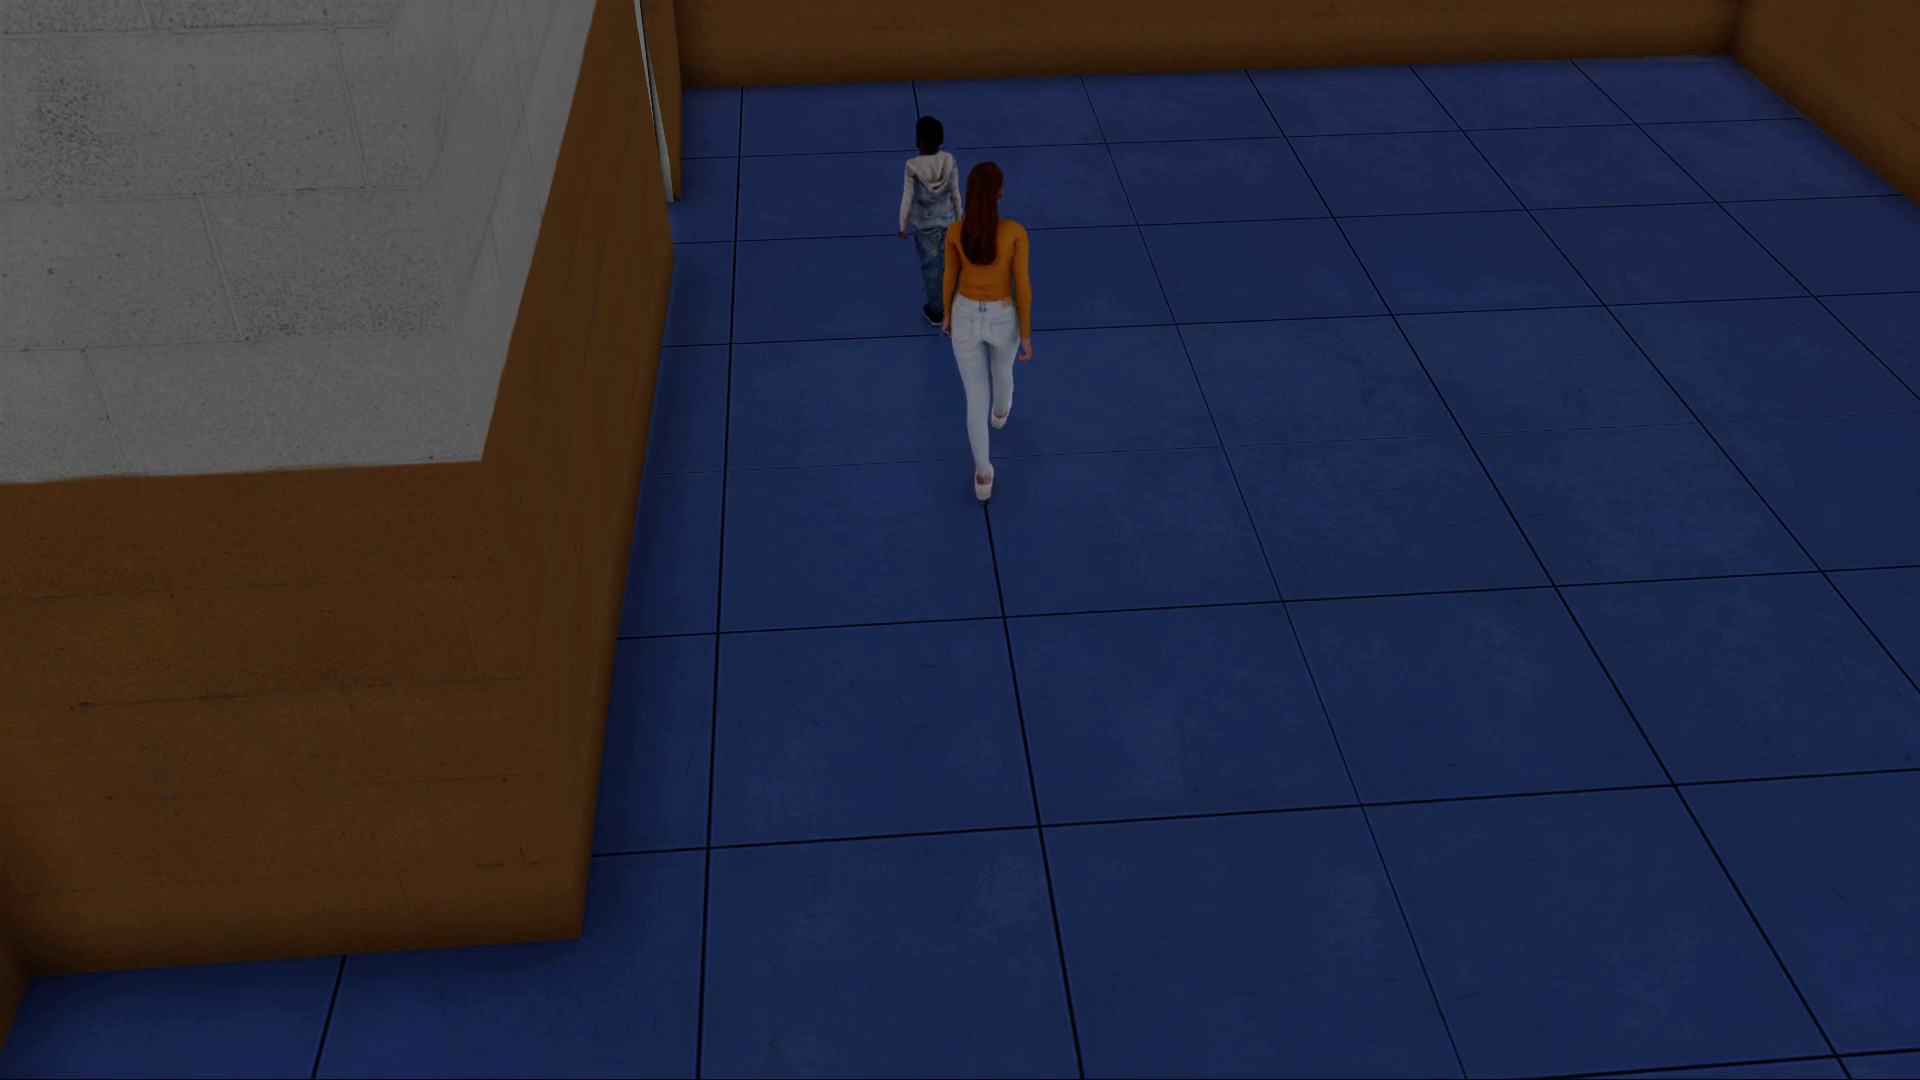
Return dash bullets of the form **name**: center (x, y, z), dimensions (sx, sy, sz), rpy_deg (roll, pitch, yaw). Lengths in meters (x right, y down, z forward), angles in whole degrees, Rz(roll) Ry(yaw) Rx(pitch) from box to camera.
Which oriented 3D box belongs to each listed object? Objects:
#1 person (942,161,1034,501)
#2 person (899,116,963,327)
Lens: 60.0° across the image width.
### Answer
- **person**: center (0.119, -0.971, 8.144), dimensions (1.068, 1.713, 0.797), rpy_deg (3, 37, 4)
- **person**: center (-0.141, -1.828, 9.672), dimensions (0.678, 1.248, 0.673), rpy_deg (-14, 39, -18)
